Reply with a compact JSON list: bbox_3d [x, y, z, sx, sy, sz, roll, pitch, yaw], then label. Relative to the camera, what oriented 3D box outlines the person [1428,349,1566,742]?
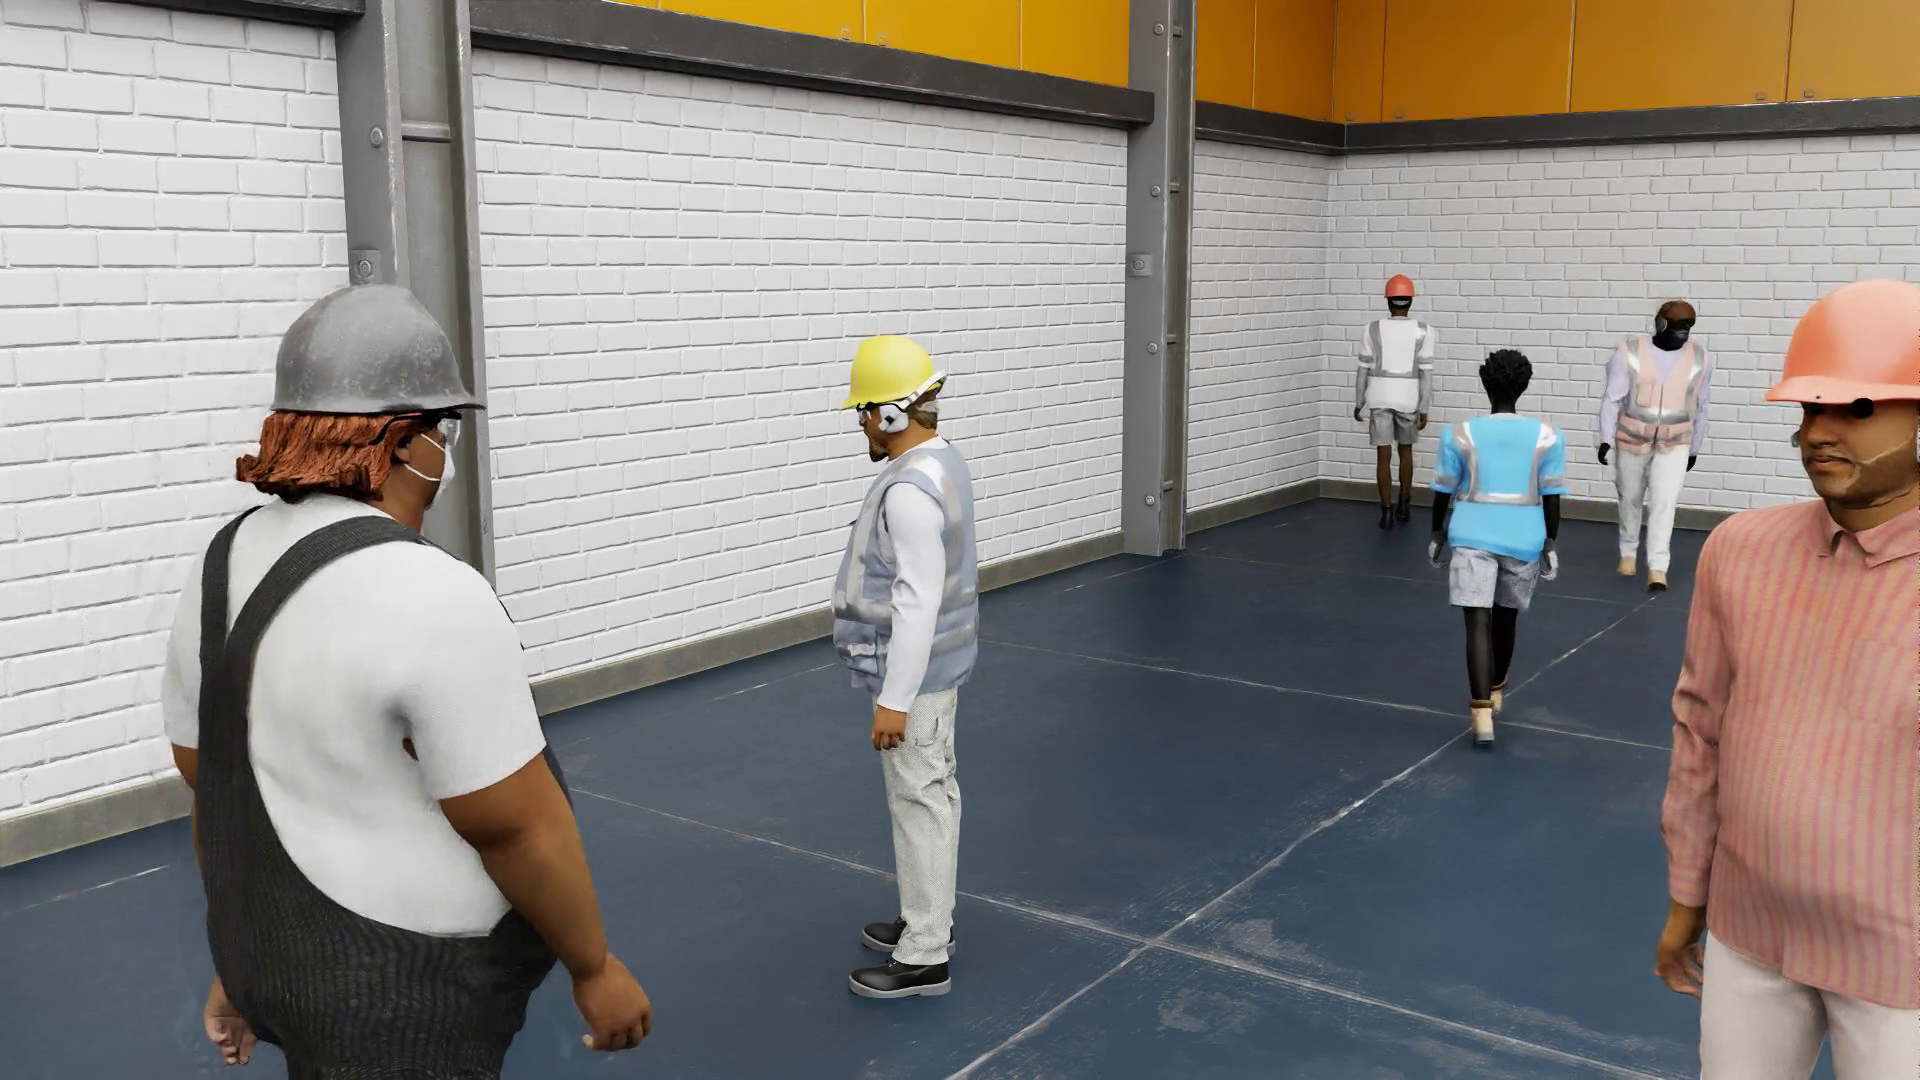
[{"bbox_3d":[2.286,0.013,7.116,0.543,1.654,0.862,2,10,9],"label":"person"}]

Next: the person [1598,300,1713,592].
[{"bbox_3d":[4.326,-0.595,10.386,0.633,1.783,1.010,3,10,20],"label":"person"}]

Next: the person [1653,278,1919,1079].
[{"bbox_3d":[1.341,0.608,2.550,0.391,1.995,0.613,-6,11,-31],"label":"person"}]

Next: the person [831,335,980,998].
[{"bbox_3d":[-0.151,0.350,4.606,0.403,1.822,0.588,1,10,6],"label":"person"}]

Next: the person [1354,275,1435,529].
[{"bbox_3d":[3.313,-1.065,12.762,0.558,1.908,0.798,2,10,9],"label":"person"}]
